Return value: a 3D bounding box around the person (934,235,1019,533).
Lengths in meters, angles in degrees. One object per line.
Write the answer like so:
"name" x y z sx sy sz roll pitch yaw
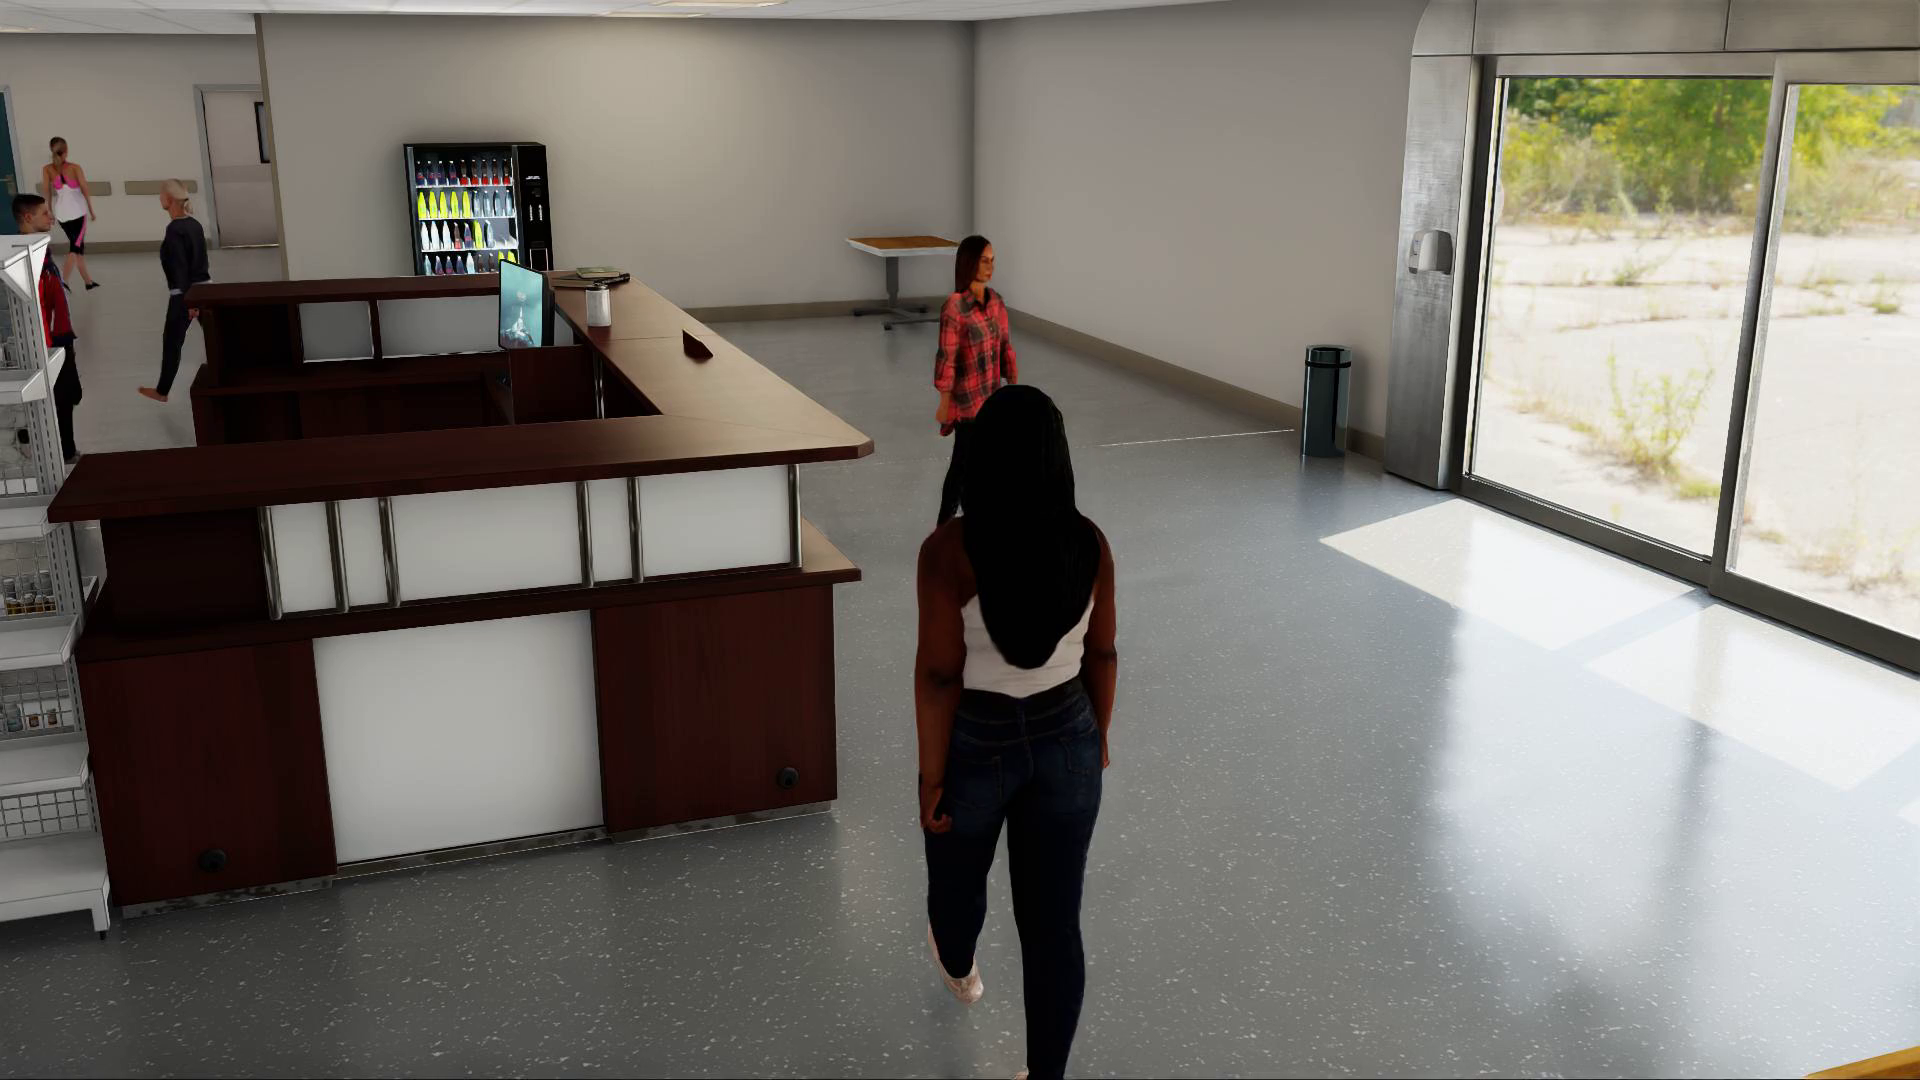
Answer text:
"person" -0.015 -0.711 8.583 0.947 1.675 0.915 9 18 29

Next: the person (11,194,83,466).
"person" -5.791 -1.264 10.410 0.712 1.750 0.633 -6 17 -19

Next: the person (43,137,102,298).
"person" -9.988 -3.583 18.634 1.171 1.751 0.935 0 16 0

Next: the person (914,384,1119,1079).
"person" 0.147 0.574 3.865 1.128 1.763 0.876 -2 16 -9

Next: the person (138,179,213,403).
"person" -5.728 -1.845 12.587 1.153 1.687 0.942 2 16 9
